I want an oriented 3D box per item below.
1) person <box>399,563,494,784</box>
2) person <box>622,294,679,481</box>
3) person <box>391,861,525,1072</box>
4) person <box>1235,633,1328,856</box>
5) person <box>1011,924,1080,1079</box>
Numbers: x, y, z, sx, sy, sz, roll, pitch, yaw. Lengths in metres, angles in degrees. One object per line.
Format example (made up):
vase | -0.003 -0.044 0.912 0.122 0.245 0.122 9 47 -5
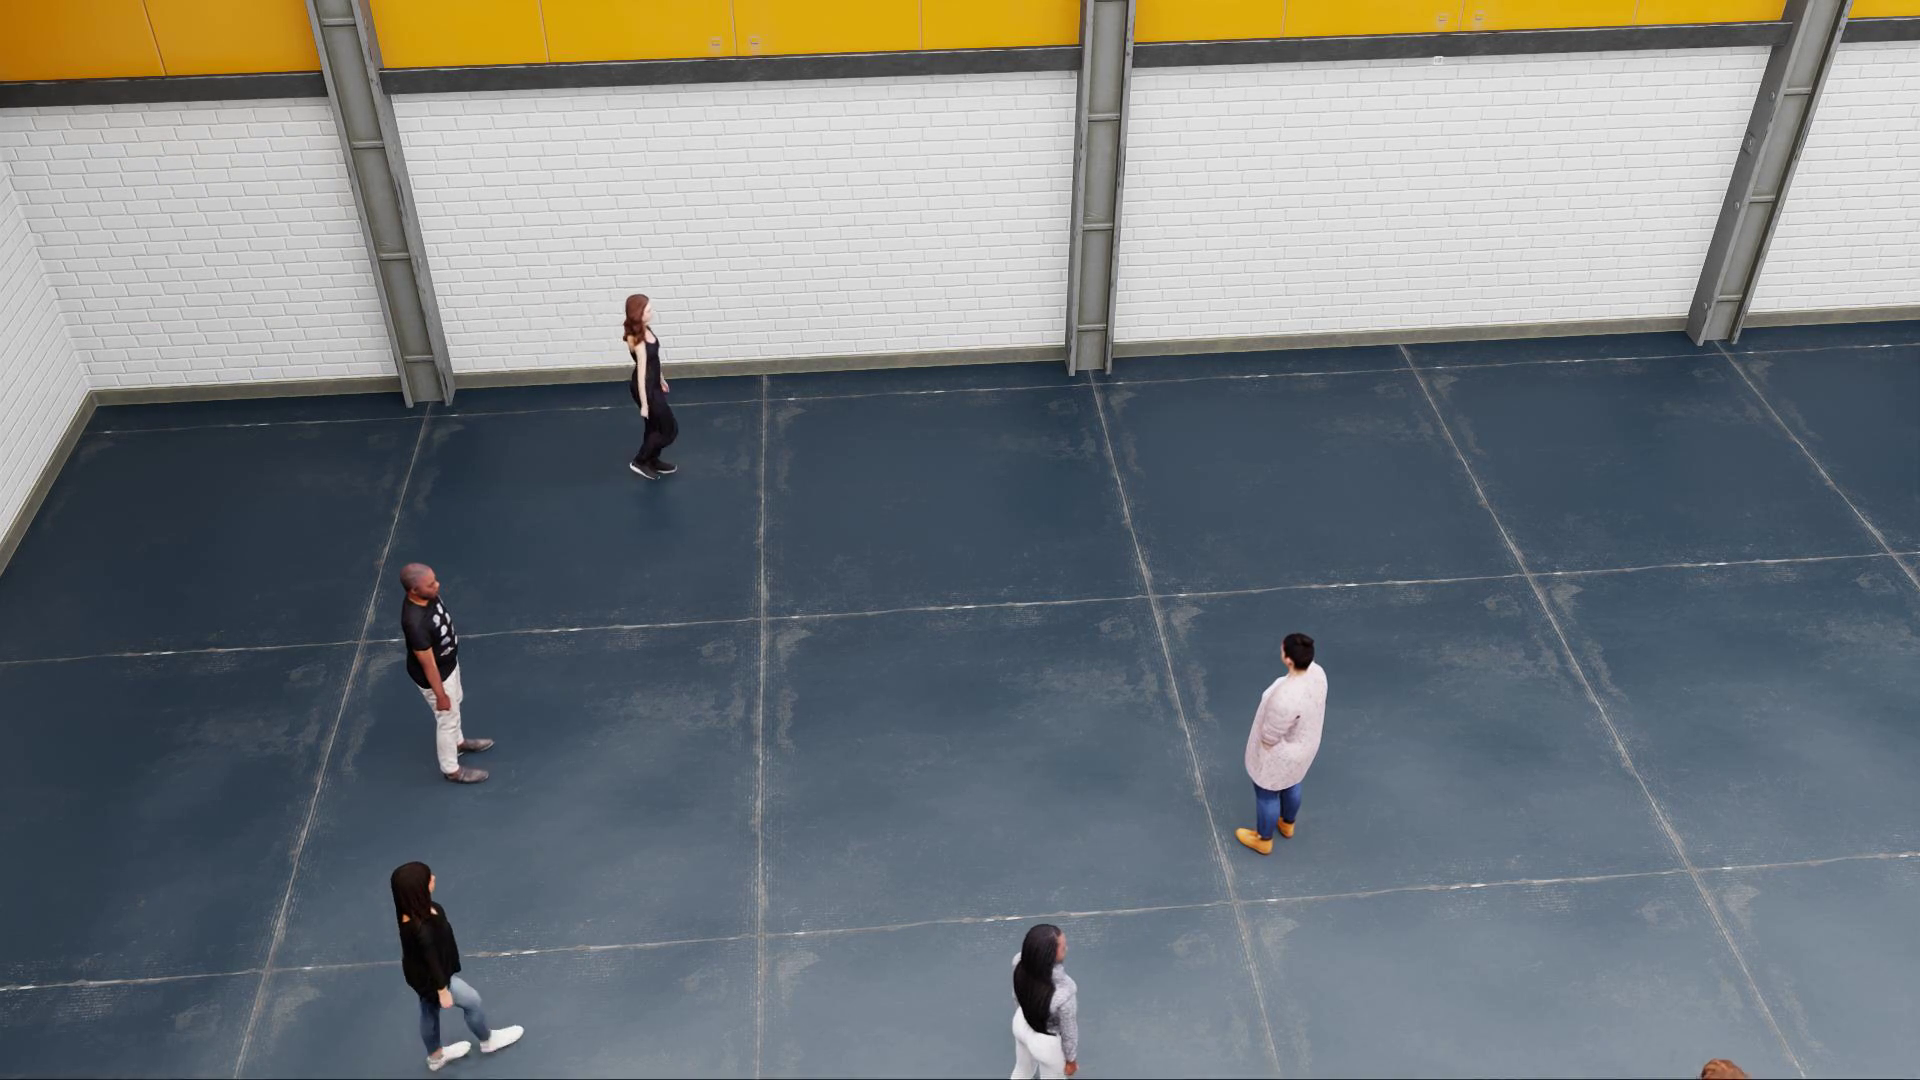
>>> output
person | -3.444 0.854 10.925 0.615 1.802 0.672 -6 39 -7
person | -2.647 -1.240 13.600 0.657 1.736 0.591 -5 39 -6
person | -2.969 2.394 9.131 0.893 1.634 0.804 -26 45 -29
person | 2.058 1.273 10.446 0.857 1.744 0.787 31 48 33
person | 0.435 2.628 8.767 0.692 1.722 0.671 -27 46 -30
